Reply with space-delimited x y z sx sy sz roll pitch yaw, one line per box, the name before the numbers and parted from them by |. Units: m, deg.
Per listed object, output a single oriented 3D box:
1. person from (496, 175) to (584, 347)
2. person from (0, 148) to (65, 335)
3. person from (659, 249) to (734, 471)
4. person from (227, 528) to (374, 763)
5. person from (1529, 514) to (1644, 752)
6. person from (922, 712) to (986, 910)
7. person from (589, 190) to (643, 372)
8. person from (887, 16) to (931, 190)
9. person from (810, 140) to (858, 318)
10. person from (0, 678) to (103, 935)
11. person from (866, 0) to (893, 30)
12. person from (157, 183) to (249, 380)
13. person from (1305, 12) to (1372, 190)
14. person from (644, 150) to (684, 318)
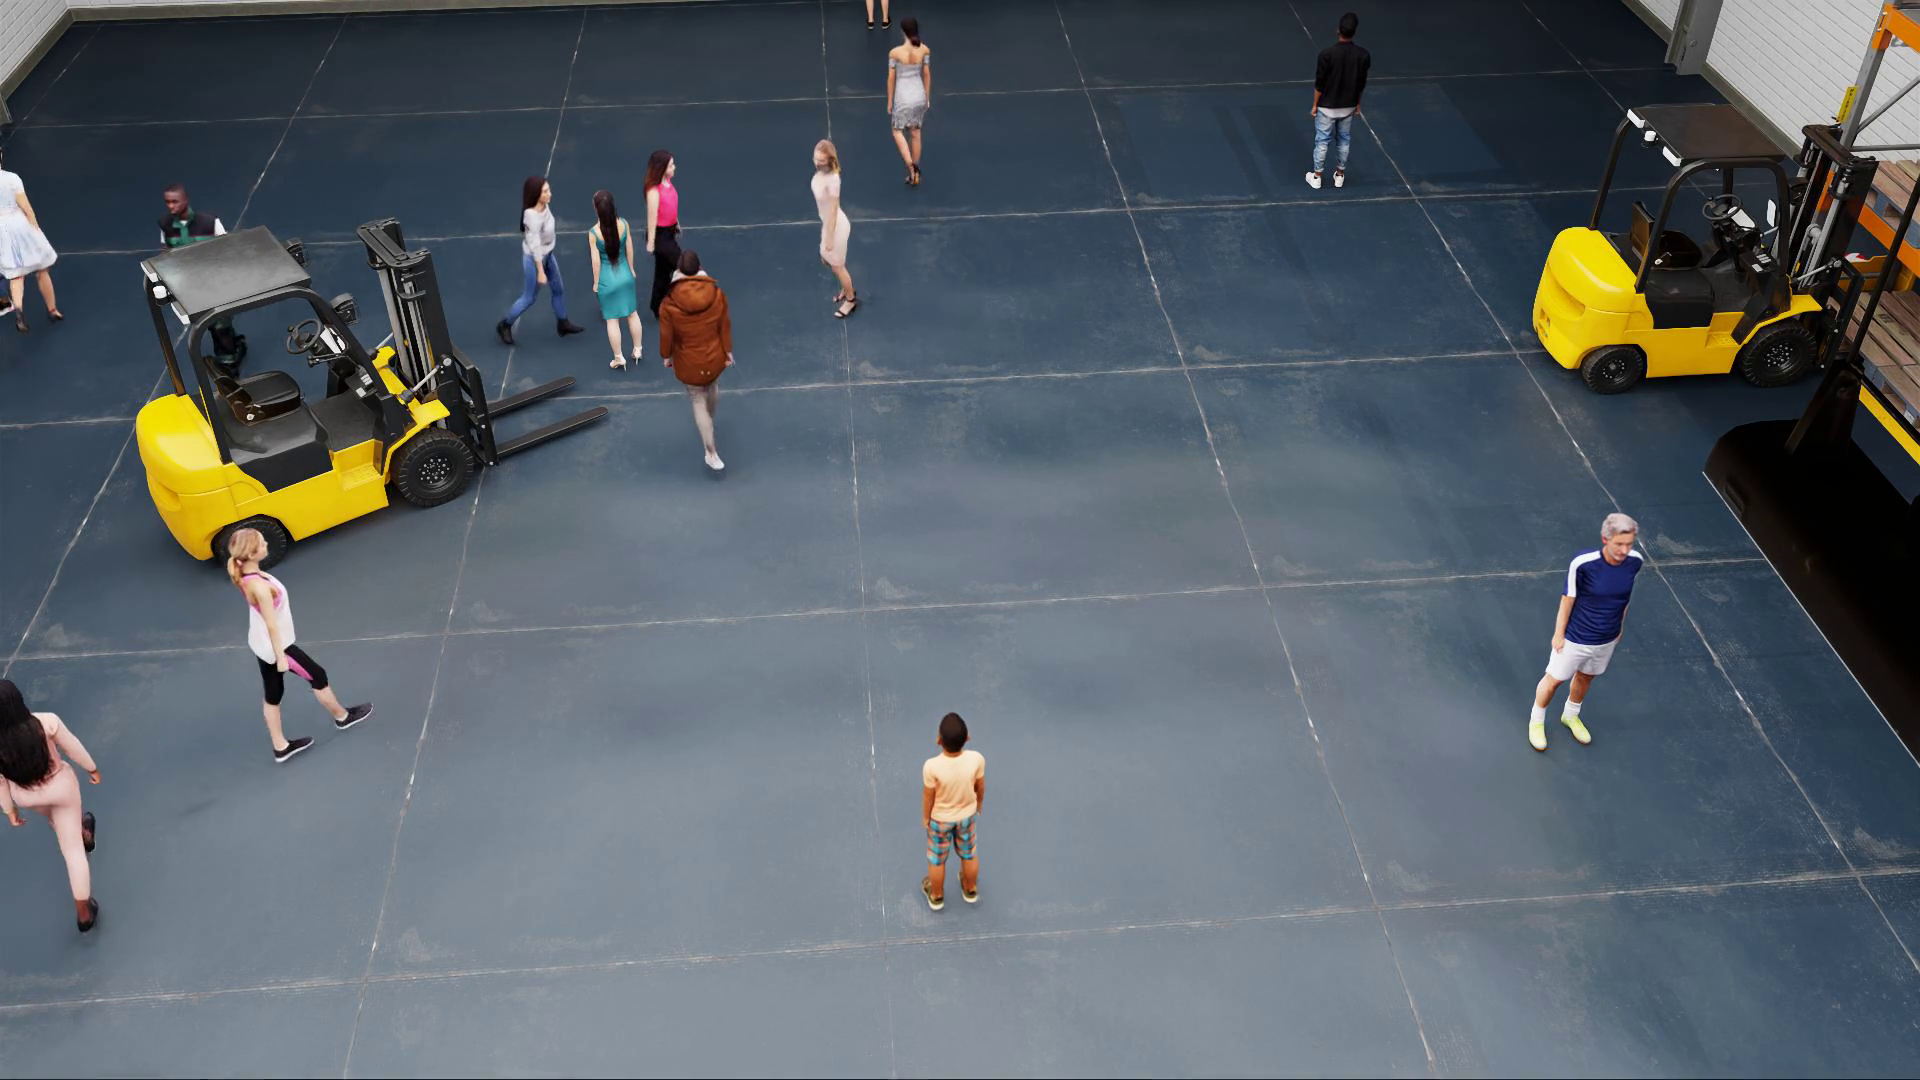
person | -3.751 -2.424 14.508 0.698 1.605 0.895 0 39 -1
person | -8.285 -2.593 14.565 0.656 1.797 0.959 -2 39 -3
person | -2.023 -1.380 13.046 0.963 1.798 1.225 -15 41 -18
person | -4.400 0.706 10.459 1.011 1.766 0.982 -31 48 -33
person | 3.994 0.562 10.581 0.655 1.839 0.588 -7 39 -9
person | -0.043 1.576 9.617 0.559 1.457 0.542 -12 40 -14
person | -2.940 -2.213 14.178 0.621 1.687 0.641 -26 45 -28
person | -0.479 -4.343 16.746 0.724 1.810 0.816 -13 41 -16
person | -1.071 -2.767 14.790 0.807 1.788 0.664 -4 39 -5
person | -5.208 1.528 9.506 0.845 1.672 1.232 -12 40 -15
person | -1.037 -7.049 20.337 0.570 1.557 0.567 2 39 2
person | -6.359 -2.203 14.067 0.763 1.810 1.050 1 39 1
person | 3.833 -4.447 16.873 0.685 1.814 0.583 -2 39 -3
person | -2.710 -2.677 14.796 0.678 1.641 0.612 3 39 4
